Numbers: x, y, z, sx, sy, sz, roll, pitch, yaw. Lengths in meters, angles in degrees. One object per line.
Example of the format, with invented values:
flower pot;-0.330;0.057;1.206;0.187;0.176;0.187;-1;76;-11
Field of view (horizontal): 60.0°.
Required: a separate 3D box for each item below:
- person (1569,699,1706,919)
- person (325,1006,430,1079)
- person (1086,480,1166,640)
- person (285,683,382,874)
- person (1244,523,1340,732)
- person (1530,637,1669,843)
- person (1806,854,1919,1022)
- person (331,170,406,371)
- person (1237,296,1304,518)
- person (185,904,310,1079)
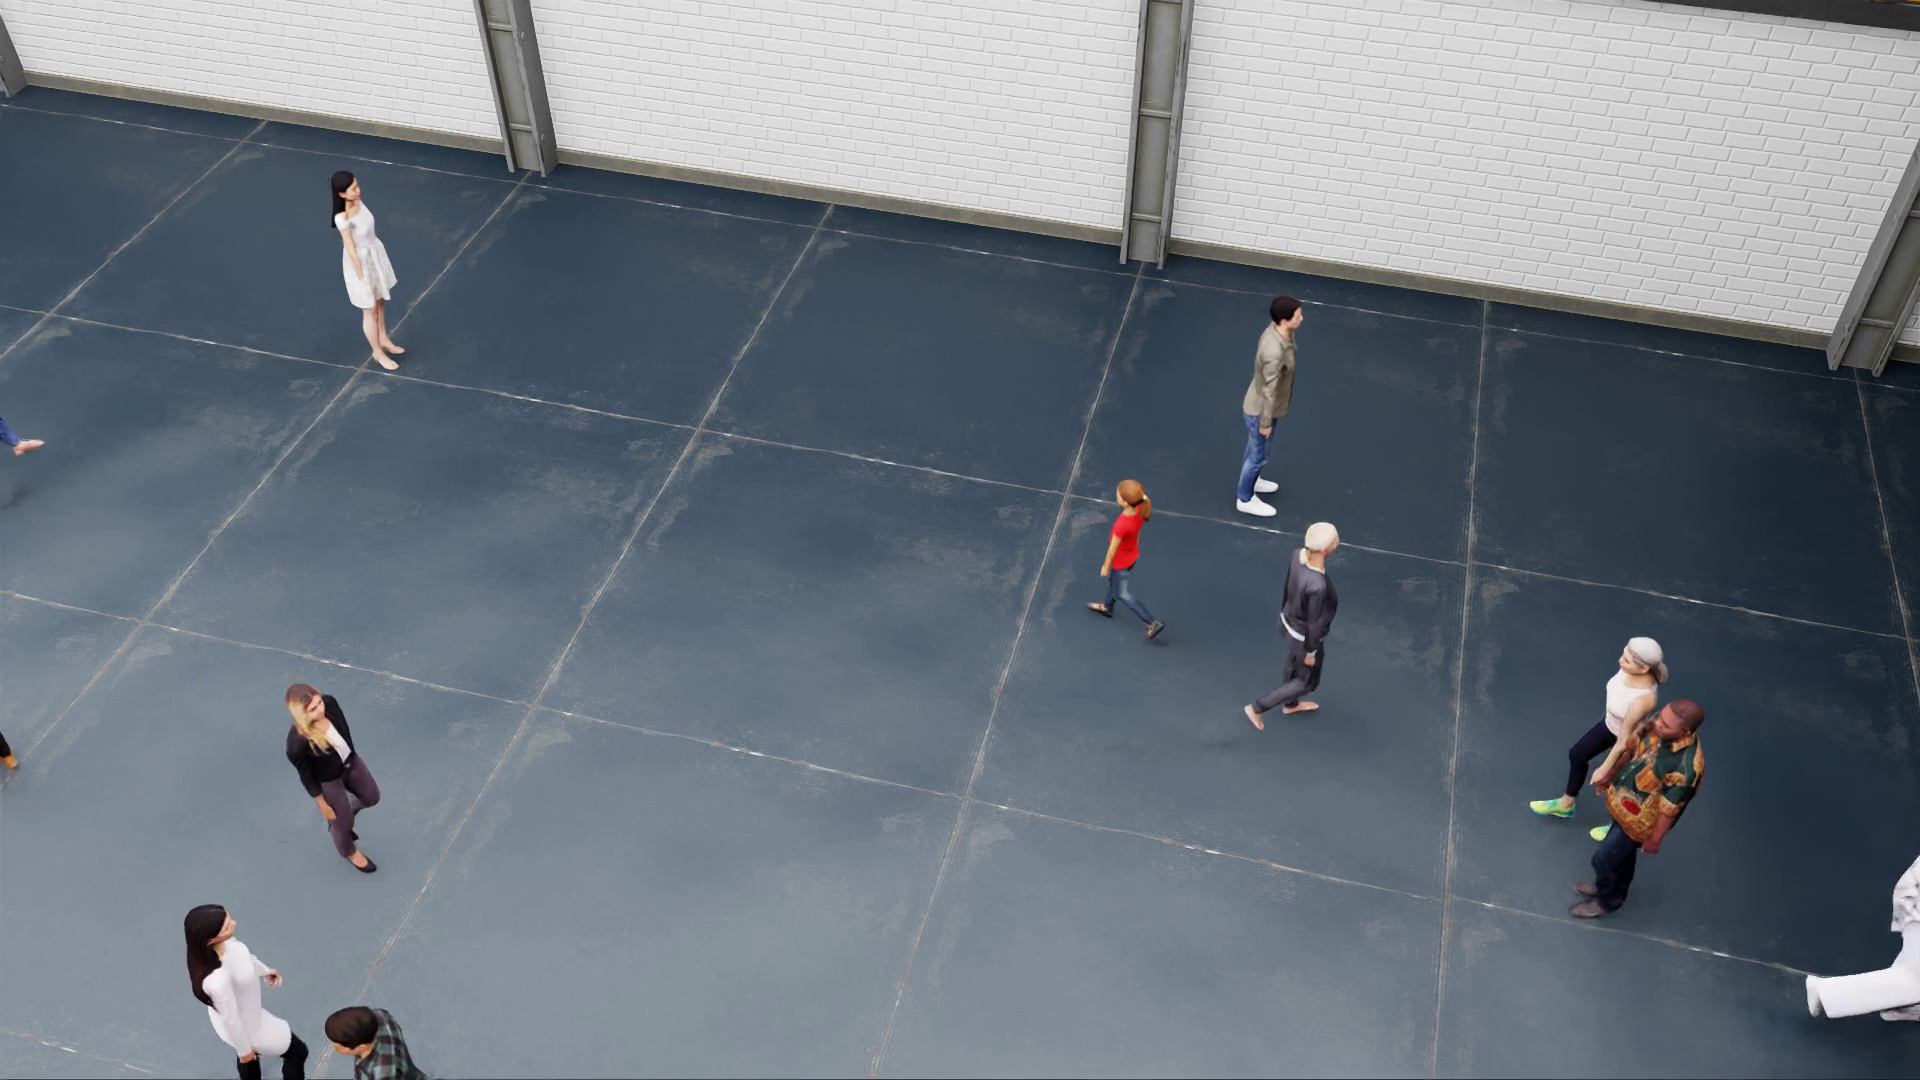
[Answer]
person;3.952;1.516;9.432;0.708;1.795;0.716;6;44;7
person;-2.664;2.702;8.155;0.835;1.707;0.819;-16;46;-16
person;1.165;0.150;11.232;0.888;1.290;0.610;21;47;21
person;-3.715;1.372;9.682;0.649;1.659;0.631;13;45;13
person;2.092;0.576;10.480;0.936;1.711;0.823;-9;44;-9
person;4.014;1.195;9.857;0.883;1.675;0.742;4;44;4
person;5.108;2.002;8.845;1.119;1.902;0.817;2;44;2
person;-4.748;-2.165;13.311;0.711;1.774;0.711;1;44;1
person;2.198;-0.984;12.007;0.592;1.863;0.699;11;45;12
person;-3.736;2.458;8.448;0.838;1.789;0.778;-25;49;-24
